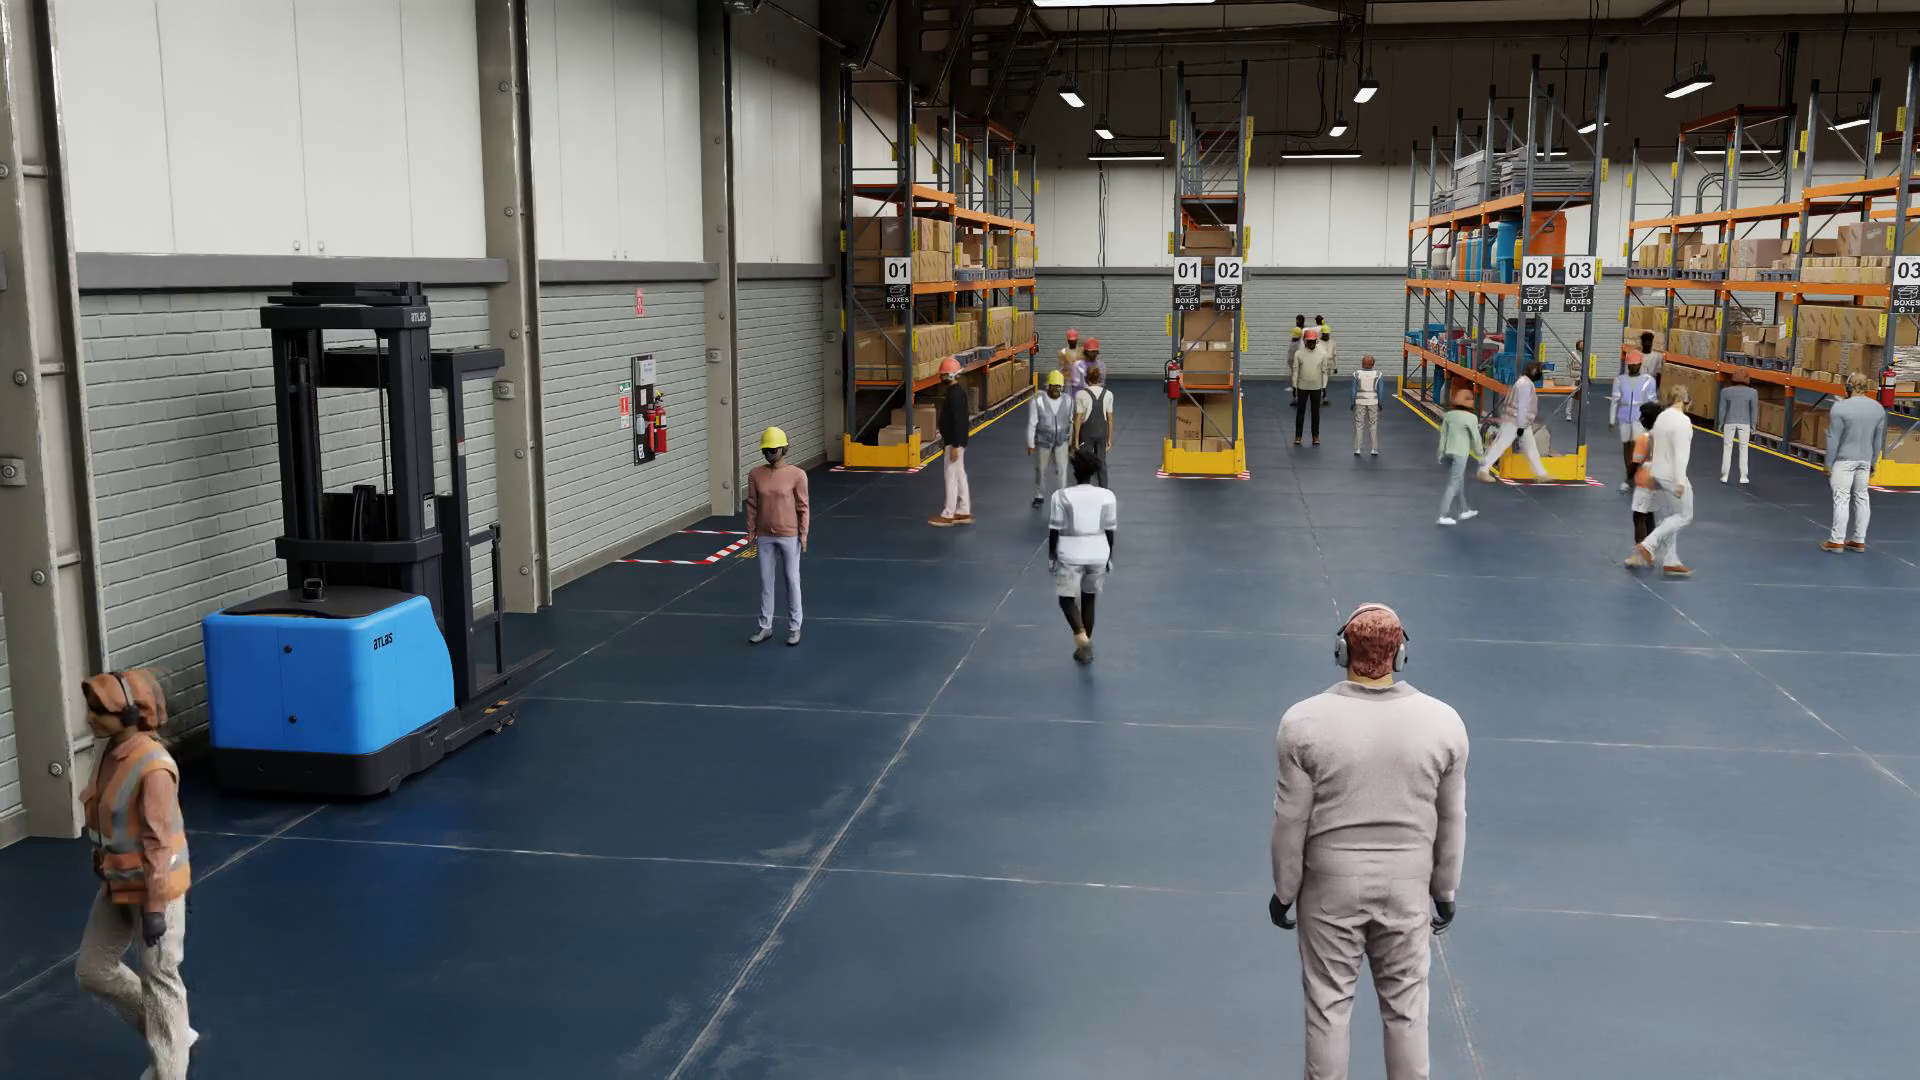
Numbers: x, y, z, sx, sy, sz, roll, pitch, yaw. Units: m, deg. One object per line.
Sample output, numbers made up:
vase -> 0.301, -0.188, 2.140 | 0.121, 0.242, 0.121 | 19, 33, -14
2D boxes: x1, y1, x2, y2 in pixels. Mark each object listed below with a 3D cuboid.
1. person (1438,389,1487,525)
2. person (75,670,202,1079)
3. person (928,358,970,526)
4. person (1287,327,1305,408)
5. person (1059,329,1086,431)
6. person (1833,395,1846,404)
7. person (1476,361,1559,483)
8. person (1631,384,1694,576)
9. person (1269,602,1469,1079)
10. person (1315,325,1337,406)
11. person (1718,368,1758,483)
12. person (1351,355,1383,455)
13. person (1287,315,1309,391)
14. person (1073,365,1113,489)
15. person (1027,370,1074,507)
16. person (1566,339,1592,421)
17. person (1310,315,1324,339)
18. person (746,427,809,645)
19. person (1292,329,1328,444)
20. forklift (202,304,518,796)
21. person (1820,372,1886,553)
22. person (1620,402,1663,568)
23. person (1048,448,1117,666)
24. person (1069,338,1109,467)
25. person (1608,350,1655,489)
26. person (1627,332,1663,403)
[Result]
person -> 6.018, -0.994, 19.855 | 0.801, 1.602, 0.513 | -4, 10, -24
person -> -2.925, 1.252, 5.892 | 0.543, 1.623, 0.372 | 8, 12, 40
person -> -0.099, -1.171, 19.773 | 0.410, 1.993, 0.626 | 0, 9, 2
person -> 7.400, -3.812, 36.709 | 0.406, 1.785, 0.710 | 0, 9, -2
person -> 2.149, -3.063, 31.662 | 0.544, 1.915, 0.860 | -1, 9, -4
person -> 16.272, -2.869, 30.694 | 0.614, 1.825, 1.011 | 4, 10, 24
person -> 7.944, -1.683, 23.710 | 1.125, 1.749, 0.640 | 3, 10, 20
person -> 6.981, -0.588, 16.453 | 0.537, 1.891, 0.699 | 0, 9, 1
person -> 1.368, 1.157, 5.645 | 0.649, 1.906, 0.401 | 0, 9, 1
person -> 8.157, -3.929, 37.356 | 0.602, 1.799, 0.902 | -3, 10, -15
person -> 11.050, -1.626, 23.647 | 0.507, 1.631, 0.275 | 5, 10, 28
person -> 6.651, -2.206, 27.203 | 0.517, 1.639, 0.313 | 2, 9, 14
person -> 8.561, -4.686, 41.730 | 0.494, 1.930, 0.604 | -2, 10, -14
person -> 1.666, -1.265, 20.798 | 0.505, 1.841, 0.331 | -3, 10, -19
person -> 1.133, -1.270, 21.063 | 0.610, 1.778, 0.792 | -2, 9, -9
person -> 12.451, -3.222, 33.468 | 0.513, 1.642, 0.313 | 0, 9, 2
person -> 9.257, -4.869, 42.943 | 0.521, 1.863, 0.319 | 1, 9, 6
person -> -1.479, -0.033, 13.415 | 0.533, 1.767, 0.326 | 3, 10, 16
person -> 6.094, -2.673, 28.989 | 0.612, 1.995, 0.376 | 1, 9, 8
forklift -> -3.673, -0.038, 10.147 | 1.129, 2.768, 1.873 | 1, 9, 9
person -> 9.575, -0.834, 17.847 | 0.624, 1.933, 0.360 | -2, 9, -11
person -> 6.991, -0.565, 16.932 | 0.541, 1.685, 0.373 | -9, 13, -43
person -> 0.942, 0.144, 12.602 | 0.542, 1.677, 0.644 | -2, 9, -13
person -> 1.987, -2.150, 25.814 | 0.615, 1.989, 1.066 | -3, 10, -20
person -> 9.274, -1.660, 23.029 | 0.563, 1.897, 0.898 | 5, 11, 30
person -> 12.056, -2.678, 29.251 | 0.627, 1.914, 0.984 | 1, 9, 7
